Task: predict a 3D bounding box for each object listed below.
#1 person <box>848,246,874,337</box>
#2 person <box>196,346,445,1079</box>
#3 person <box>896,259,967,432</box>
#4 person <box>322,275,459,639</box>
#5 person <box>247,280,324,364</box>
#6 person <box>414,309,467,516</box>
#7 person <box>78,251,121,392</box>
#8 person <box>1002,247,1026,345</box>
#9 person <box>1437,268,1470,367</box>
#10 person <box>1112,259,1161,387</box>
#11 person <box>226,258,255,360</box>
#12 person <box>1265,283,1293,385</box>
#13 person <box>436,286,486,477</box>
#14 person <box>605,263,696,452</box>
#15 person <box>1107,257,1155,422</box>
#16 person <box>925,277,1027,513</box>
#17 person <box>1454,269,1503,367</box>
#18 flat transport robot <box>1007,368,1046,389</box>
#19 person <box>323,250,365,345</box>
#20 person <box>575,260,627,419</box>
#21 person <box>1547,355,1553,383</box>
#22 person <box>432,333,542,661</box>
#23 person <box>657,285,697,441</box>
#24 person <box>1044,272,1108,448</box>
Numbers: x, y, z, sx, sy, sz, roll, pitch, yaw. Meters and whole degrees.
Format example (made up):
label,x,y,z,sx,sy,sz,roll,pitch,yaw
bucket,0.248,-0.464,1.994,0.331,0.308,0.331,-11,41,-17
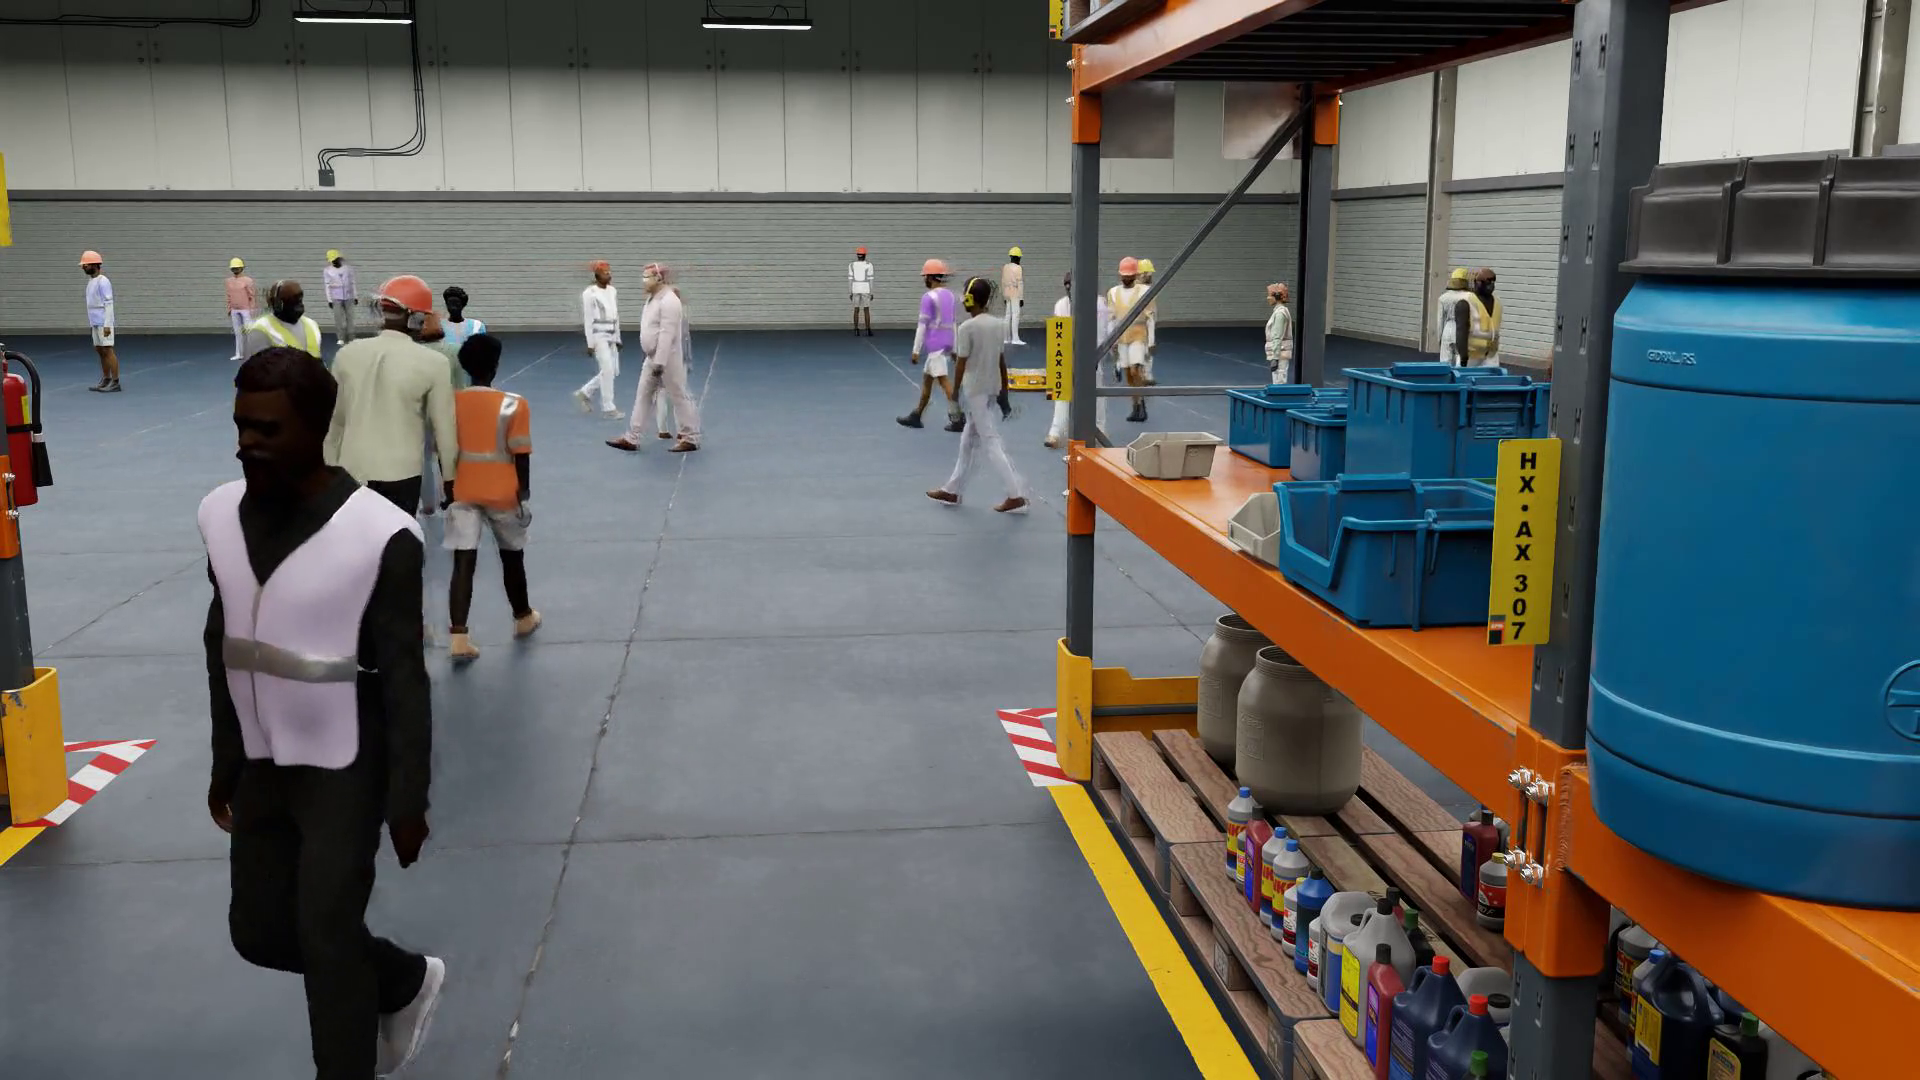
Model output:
label,x,y,z,sx,sy,sz,roll,pitch,yaw
person,-2.114,-5.331,35.675,0.547,1.938,0.377,2,11,12
person,-1.432,0.502,3.797,0.611,1.904,0.596,5,11,25
person,-0.281,-2.141,18.347,0.986,1.886,0.563,6,12,30
person,-2.823,-0.348,8.351,0.623,1.934,0.921,2,11,12
person,-4.856,-0.973,12.094,0.464,1.826,0.647,4,11,22
person,-3.943,-0.944,12.532,0.503,1.607,0.702,-5,12,-27
person,-11.846,-2.993,22.867,0.550,1.935,0.375,10,14,43
person,1.077,-4.837,33.001,0.371,1.925,0.595,-7,12,-33
person,6.271,-2.552,21.005,0.484,1.735,0.311,7,13,35
person,2.539,-3.077,23.657,0.641,1.815,0.604,8,13,37
person,-12.453,-3.985,28.769,0.536,1.765,0.325,2,11,13
person,3.445,-1.953,17.999,0.311,1.634,0.517,2,11,11
person,-4.481,-1.416,14.870,0.539,1.698,0.319,-5,11,-25
person,-3.037,-1.774,16.365,0.944,1.861,0.668,-6,12,-31
person,1.944,-2.307,19.197,0.543,1.897,0.600,7,12,33
person,0.136,-1.129,12.976,1.007,1.823,0.538,7,13,35
person,5.596,-2.034,18.021,0.647,1.798,0.968,-4,11,-22
flat transport robot,0.997,-2.292,23.591,0.652,0.197,1.431,0,10,0
person,-12.209,-4.803,32.966,0.744,1.874,0.463,-9,14,-40
person,-4.250,-2.358,19.579,0.649,1.866,0.590,4,11,19
person,2.902,-0.122,7.971,0.552,1.630,0.370,-7,12,-33
person,-2.435,-0.234,8.533,0.539,1.649,0.888,0,10,1
person,-3.020,-1.853,17.450,0.497,1.633,0.288,5,11,25
person,1.218,-1.830,16.920,0.627,1.796,0.957,6,12,29
